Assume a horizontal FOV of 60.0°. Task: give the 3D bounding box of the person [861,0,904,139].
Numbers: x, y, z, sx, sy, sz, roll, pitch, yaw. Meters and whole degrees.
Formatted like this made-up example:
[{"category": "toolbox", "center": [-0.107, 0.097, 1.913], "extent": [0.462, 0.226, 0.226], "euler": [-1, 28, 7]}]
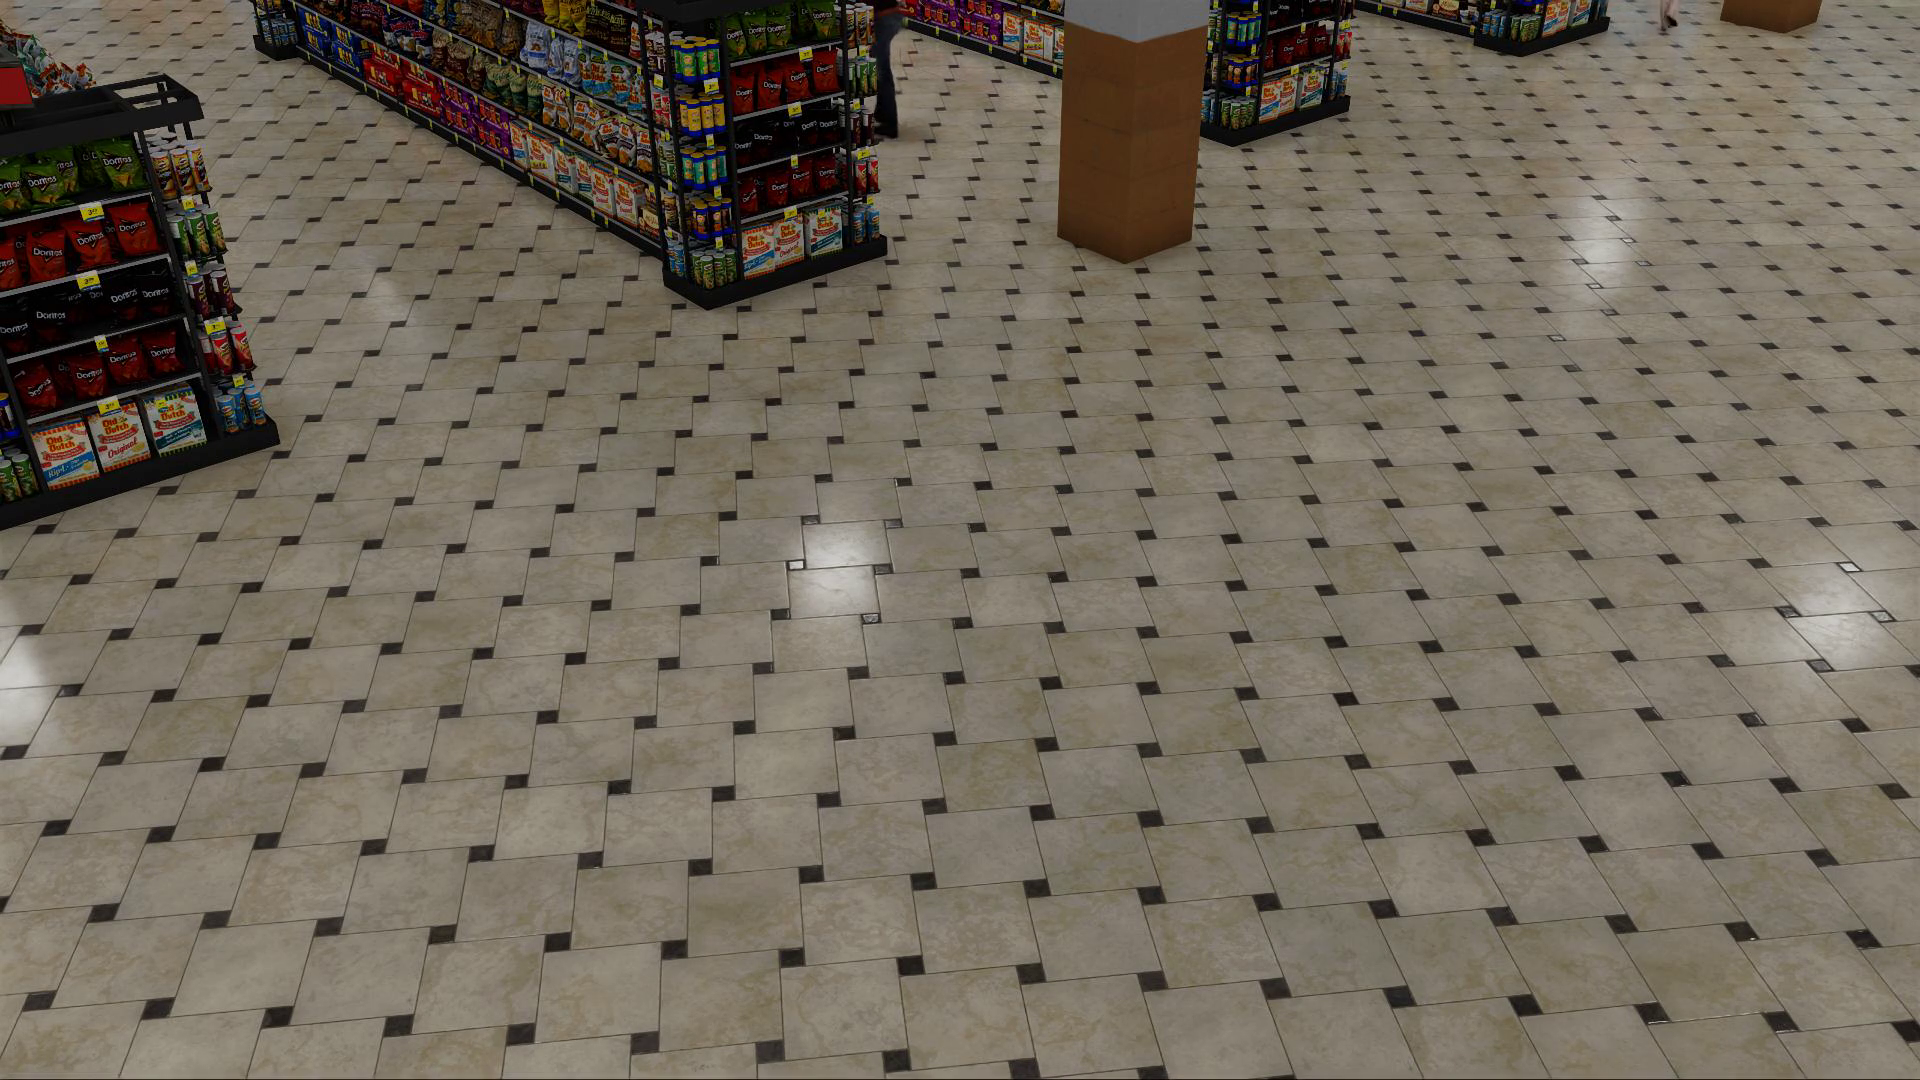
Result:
[{"category": "person", "center": [-0.590, -4.250, 13.788], "extent": [0.854, 1.754, 0.804], "euler": [9, 33, 14]}]
